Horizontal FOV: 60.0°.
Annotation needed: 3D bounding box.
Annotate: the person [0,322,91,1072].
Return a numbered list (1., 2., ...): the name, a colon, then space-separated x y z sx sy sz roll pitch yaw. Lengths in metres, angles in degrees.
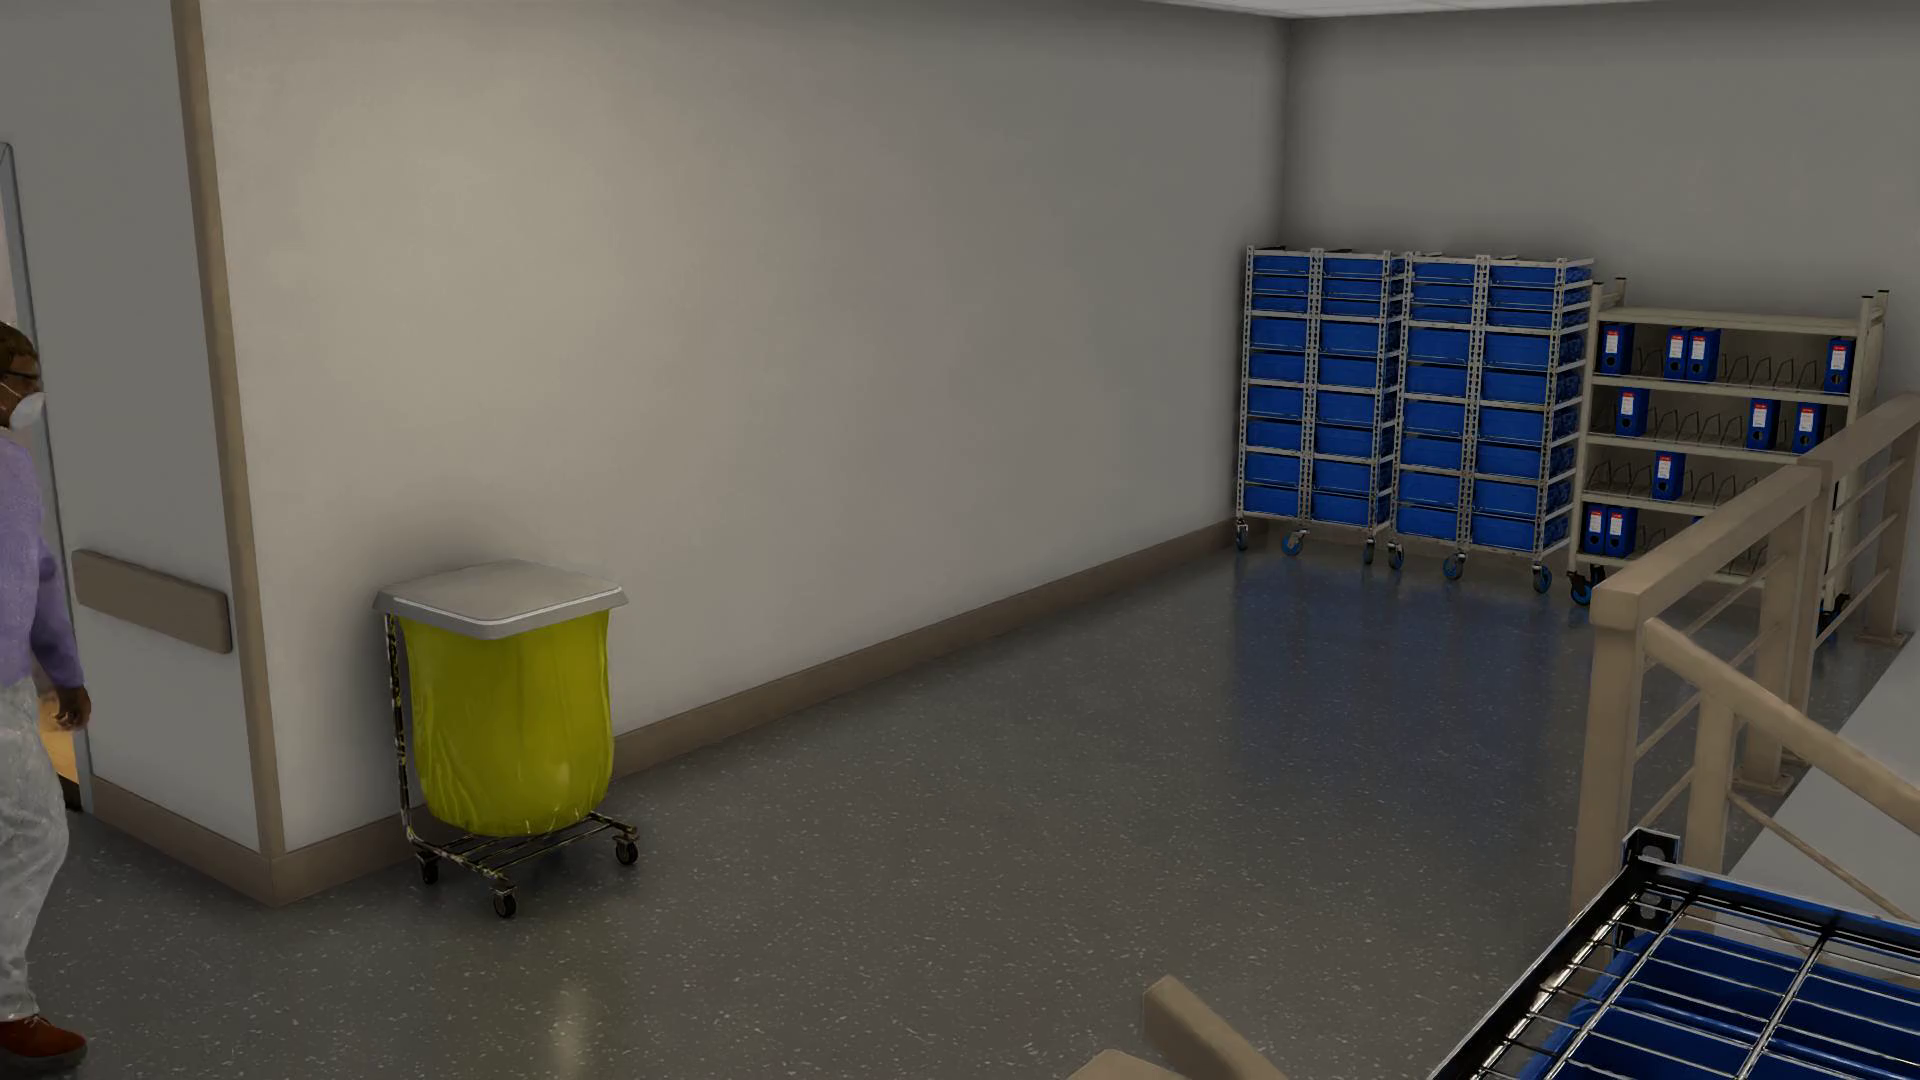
1. person: -2.452 0.397 4.253 0.589 1.908 0.673 -2 14 -8
